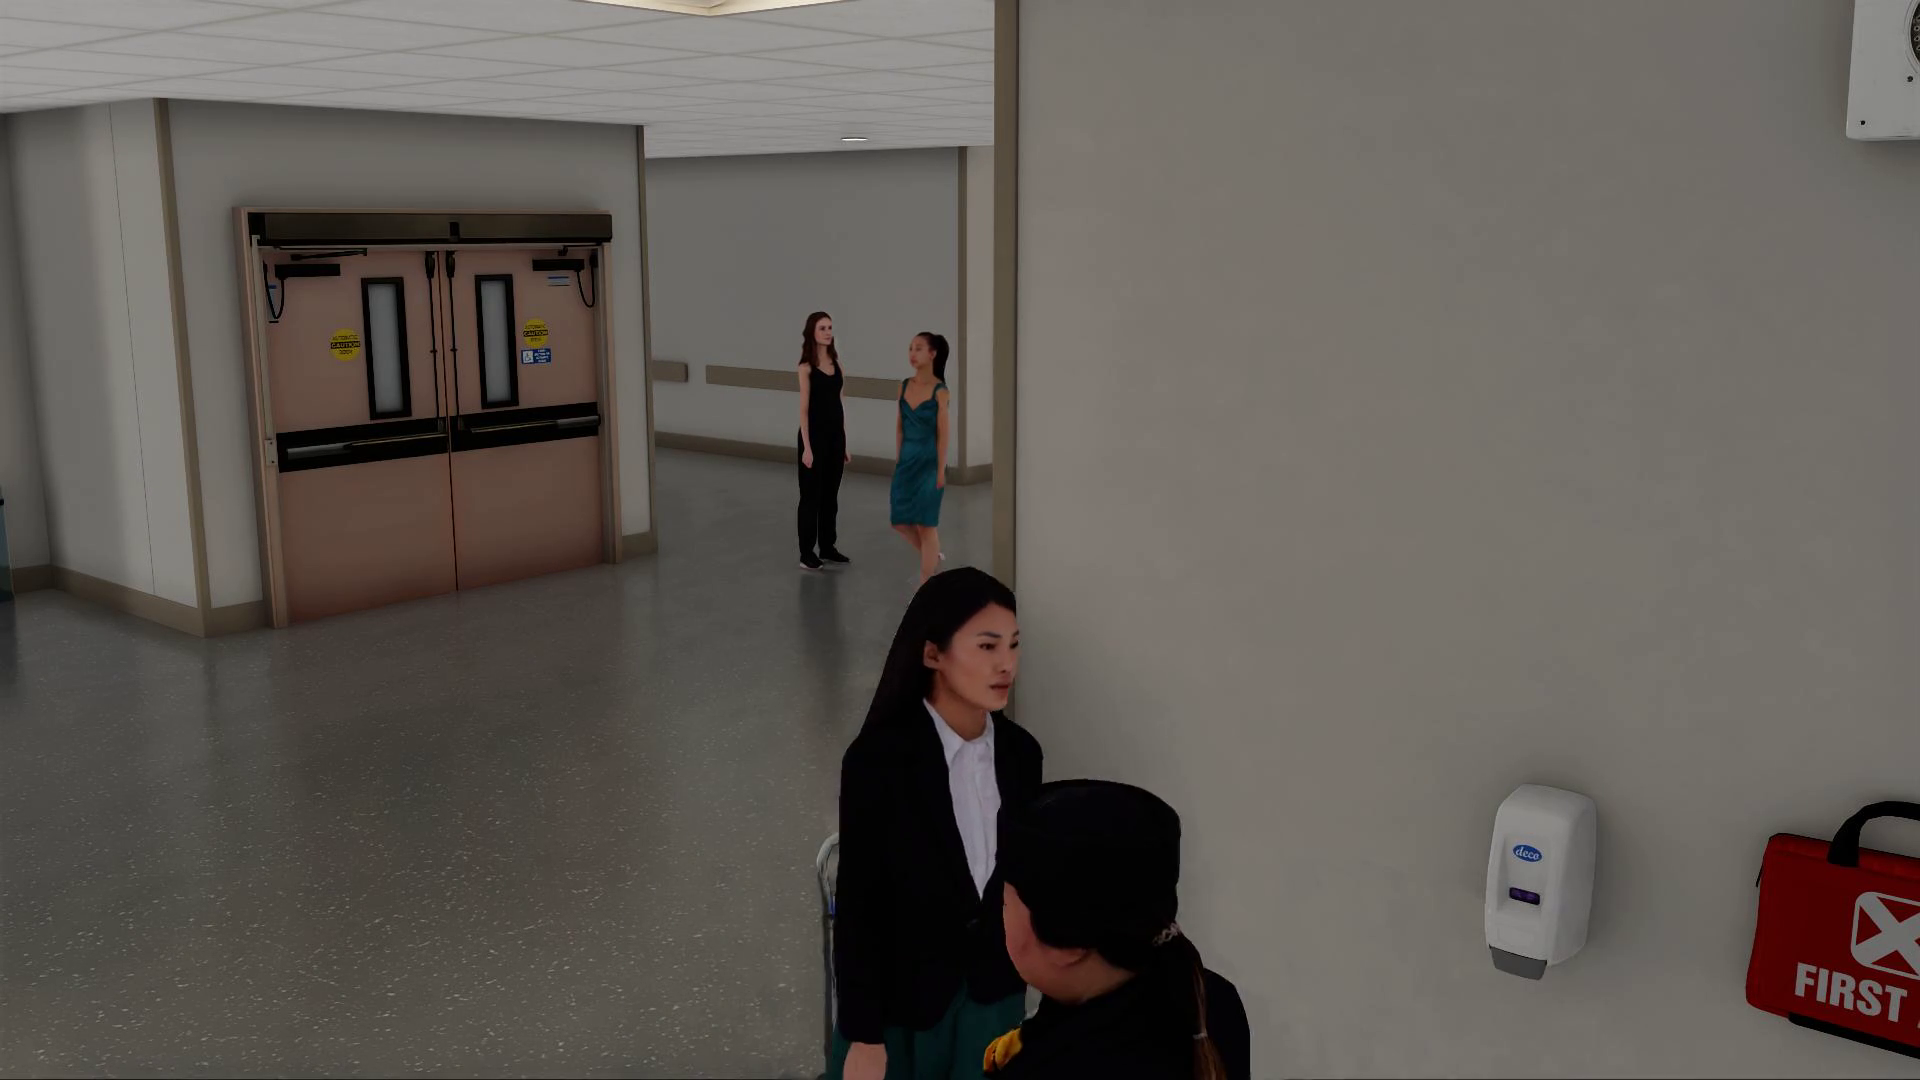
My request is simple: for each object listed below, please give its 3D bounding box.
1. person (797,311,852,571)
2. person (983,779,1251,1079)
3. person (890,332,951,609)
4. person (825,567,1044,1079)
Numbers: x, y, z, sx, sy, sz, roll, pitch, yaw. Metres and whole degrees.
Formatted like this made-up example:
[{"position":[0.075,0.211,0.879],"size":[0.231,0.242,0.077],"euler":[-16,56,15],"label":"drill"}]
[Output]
[{"position":[-0.955,-0.682,11.321],"size":[0.620,1.748,0.449],"euler":[9,14,40],"label":"person"},{"position":[0.244,1.133,2.019],"size":[0.880,1.649,0.931],"euler":[6,12,28],"label":"person"},{"position":[-0.185,-0.422,10.139],"size":[0.561,1.678,0.638],"euler":[9,14,39],"label":"person"},{"position":[-0.107,0.906,3.086],"size":[1.021,1.697,0.903],"euler":[-5,12,-26],"label":"person"}]
